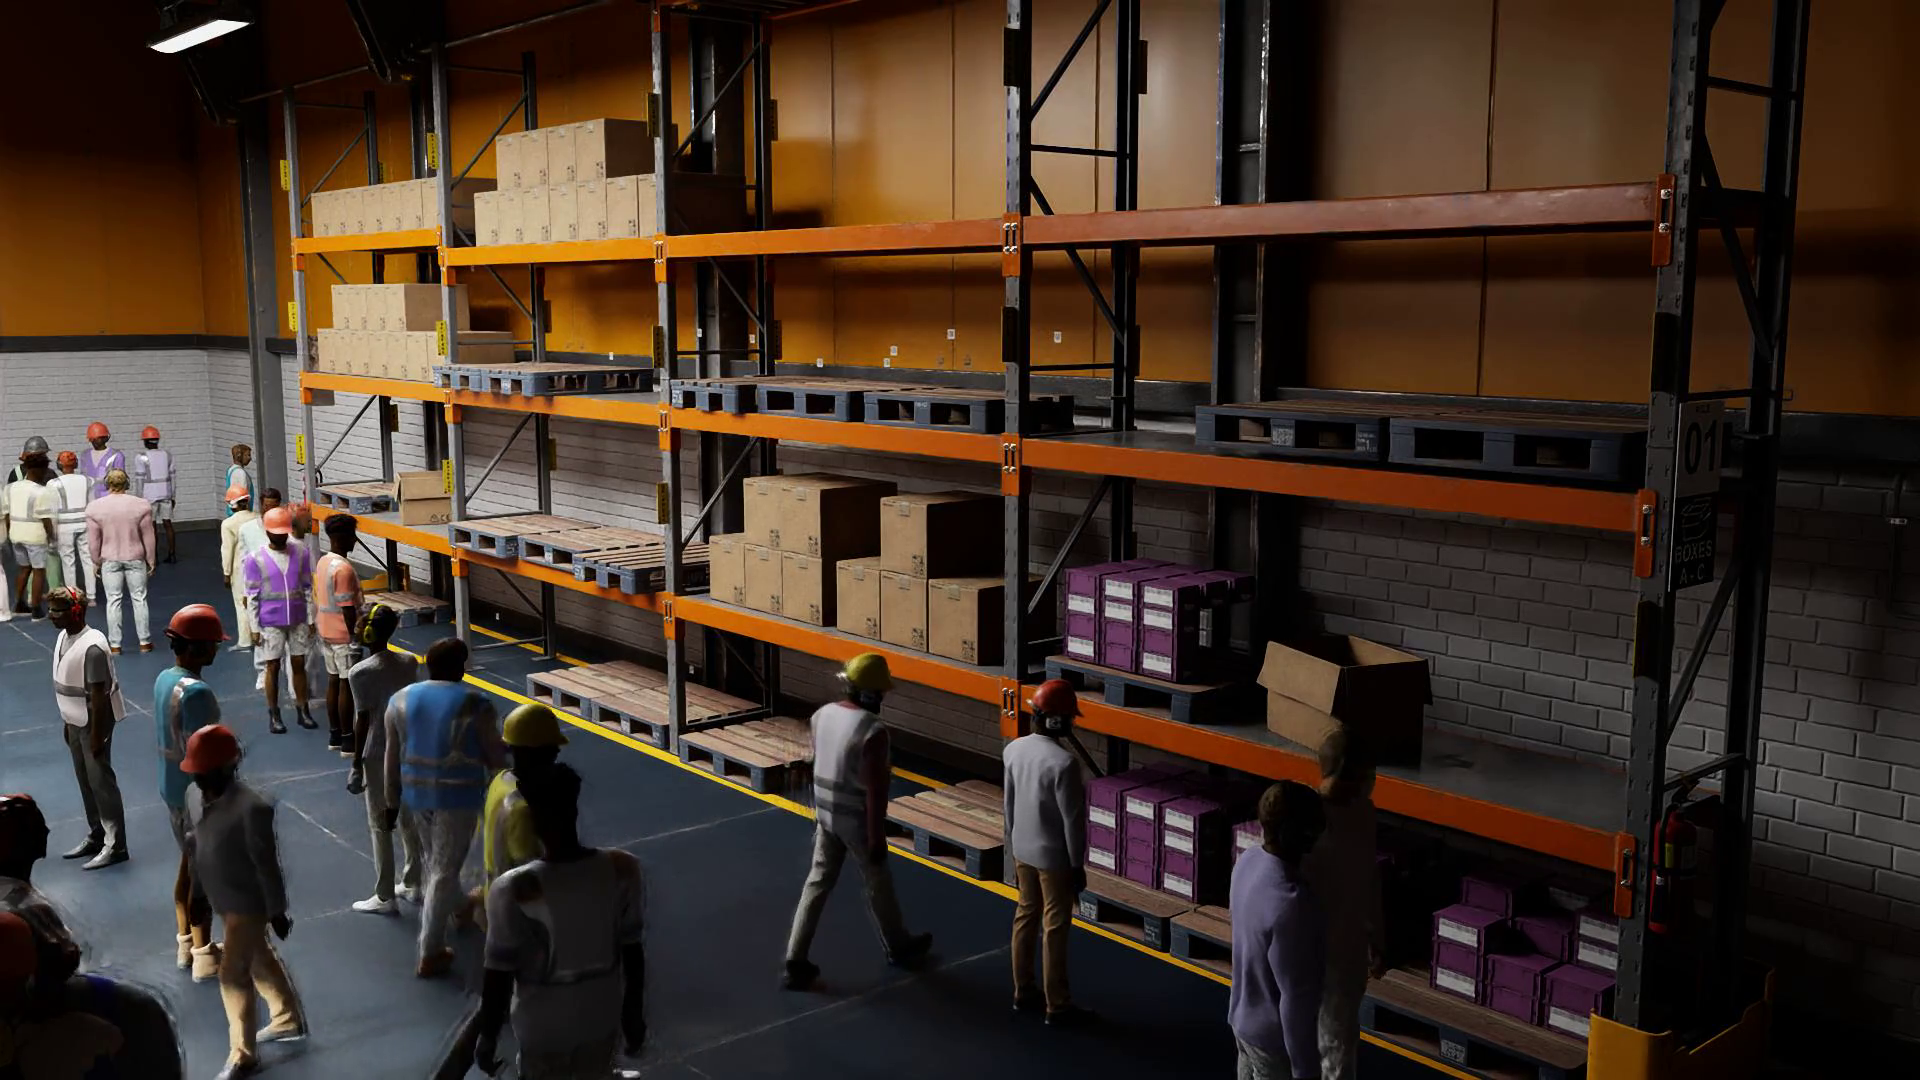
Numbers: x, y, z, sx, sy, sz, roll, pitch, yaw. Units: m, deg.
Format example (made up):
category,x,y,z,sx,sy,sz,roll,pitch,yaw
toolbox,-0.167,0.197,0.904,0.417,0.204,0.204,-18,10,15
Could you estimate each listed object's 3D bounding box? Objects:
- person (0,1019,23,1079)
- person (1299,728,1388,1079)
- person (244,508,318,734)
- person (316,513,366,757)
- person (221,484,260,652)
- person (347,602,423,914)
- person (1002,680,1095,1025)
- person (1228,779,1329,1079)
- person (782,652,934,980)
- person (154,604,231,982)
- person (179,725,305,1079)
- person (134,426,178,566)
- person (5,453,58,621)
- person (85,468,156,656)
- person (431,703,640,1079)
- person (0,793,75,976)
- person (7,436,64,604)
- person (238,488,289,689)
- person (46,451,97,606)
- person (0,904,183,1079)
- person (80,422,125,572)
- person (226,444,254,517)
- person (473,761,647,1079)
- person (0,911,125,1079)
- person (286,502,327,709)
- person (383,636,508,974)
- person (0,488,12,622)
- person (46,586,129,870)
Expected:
category,x,y,z,sx,sy,sz,roll,pitch,yaw
person,-2.660,2.137,4.570,0.486,1.737,0.320,2,8,14
person,1.645,1.733,6.848,0.795,1.886,0.665,7,11,42
person,-5.722,0.676,14.062,0.550,1.925,0.393,-7,11,-42
person,-4.951,0.753,13.371,0.367,1.966,0.605,-6,10,-38
person,-7.486,0.289,17.368,0.367,1.742,0.568,3,9,23
person,-3.449,1.292,9.939,0.321,1.876,0.532,4,9,25
person,0.463,1.570,8.451,0.338,1.743,0.560,-6,10,-36
person,1.170,1.816,6.079,0.373,1.940,0.628,-1,8,-8
person,-0.573,1.480,8.953,0.885,1.798,0.642,-7,11,-42
person,-4.103,1.353,8.995,0.405,2.032,0.610,-7,11,-40
person,-3.390,1.675,7.889,0.587,1.704,0.614,6,10,36
person,-11.111,-0.605,22.957,0.381,1.933,0.545,7,11,40
person,-10.589,-0.032,18.987,0.695,1.938,0.471,3,9,19
person,-8.624,0.225,17.138,0.632,1.940,0.372,-4,9,-24
person,-1.980,1.653,7.425,0.980,1.884,0.606,-3,9,-19
person,-3.396,1.844,6.068,0.576,1.884,0.354,6,10,34
person,-11.035,-0.243,20.034,0.683,2.000,0.538,2,8,15
person,-6.469,0.450,15.692,0.586,1.910,0.395,-3,9,-21
person,-10.522,-0.120,19.720,0.346,1.882,0.584,5,10,31
person,-2.590,1.948,4.805,0.761,2.000,0.541,-4,9,-25
person,-11.462,-0.561,22.231,0.608,2.046,0.368,0,8,2
person,-9.120,-0.301,21.140,0.343,1.839,0.506,-7,11,-42
person,-1.494,1.786,6.255,0.615,1.941,0.412,-8,11,-43
person,-2.651,1.991,4.713,0.635,1.985,0.414,-3,9,-21
person,-5.826,0.597,14.792,0.475,1.865,0.593,0,8,1
person,-2.831,1.425,9.307,0.643,1.790,0.959,2,8,14
person,-11.012,-0.017,18.858,0.371,1.925,0.595,-5,9,-30
person,-5.632,1.195,10.764,0.561,1.836,0.392,8,11,42
